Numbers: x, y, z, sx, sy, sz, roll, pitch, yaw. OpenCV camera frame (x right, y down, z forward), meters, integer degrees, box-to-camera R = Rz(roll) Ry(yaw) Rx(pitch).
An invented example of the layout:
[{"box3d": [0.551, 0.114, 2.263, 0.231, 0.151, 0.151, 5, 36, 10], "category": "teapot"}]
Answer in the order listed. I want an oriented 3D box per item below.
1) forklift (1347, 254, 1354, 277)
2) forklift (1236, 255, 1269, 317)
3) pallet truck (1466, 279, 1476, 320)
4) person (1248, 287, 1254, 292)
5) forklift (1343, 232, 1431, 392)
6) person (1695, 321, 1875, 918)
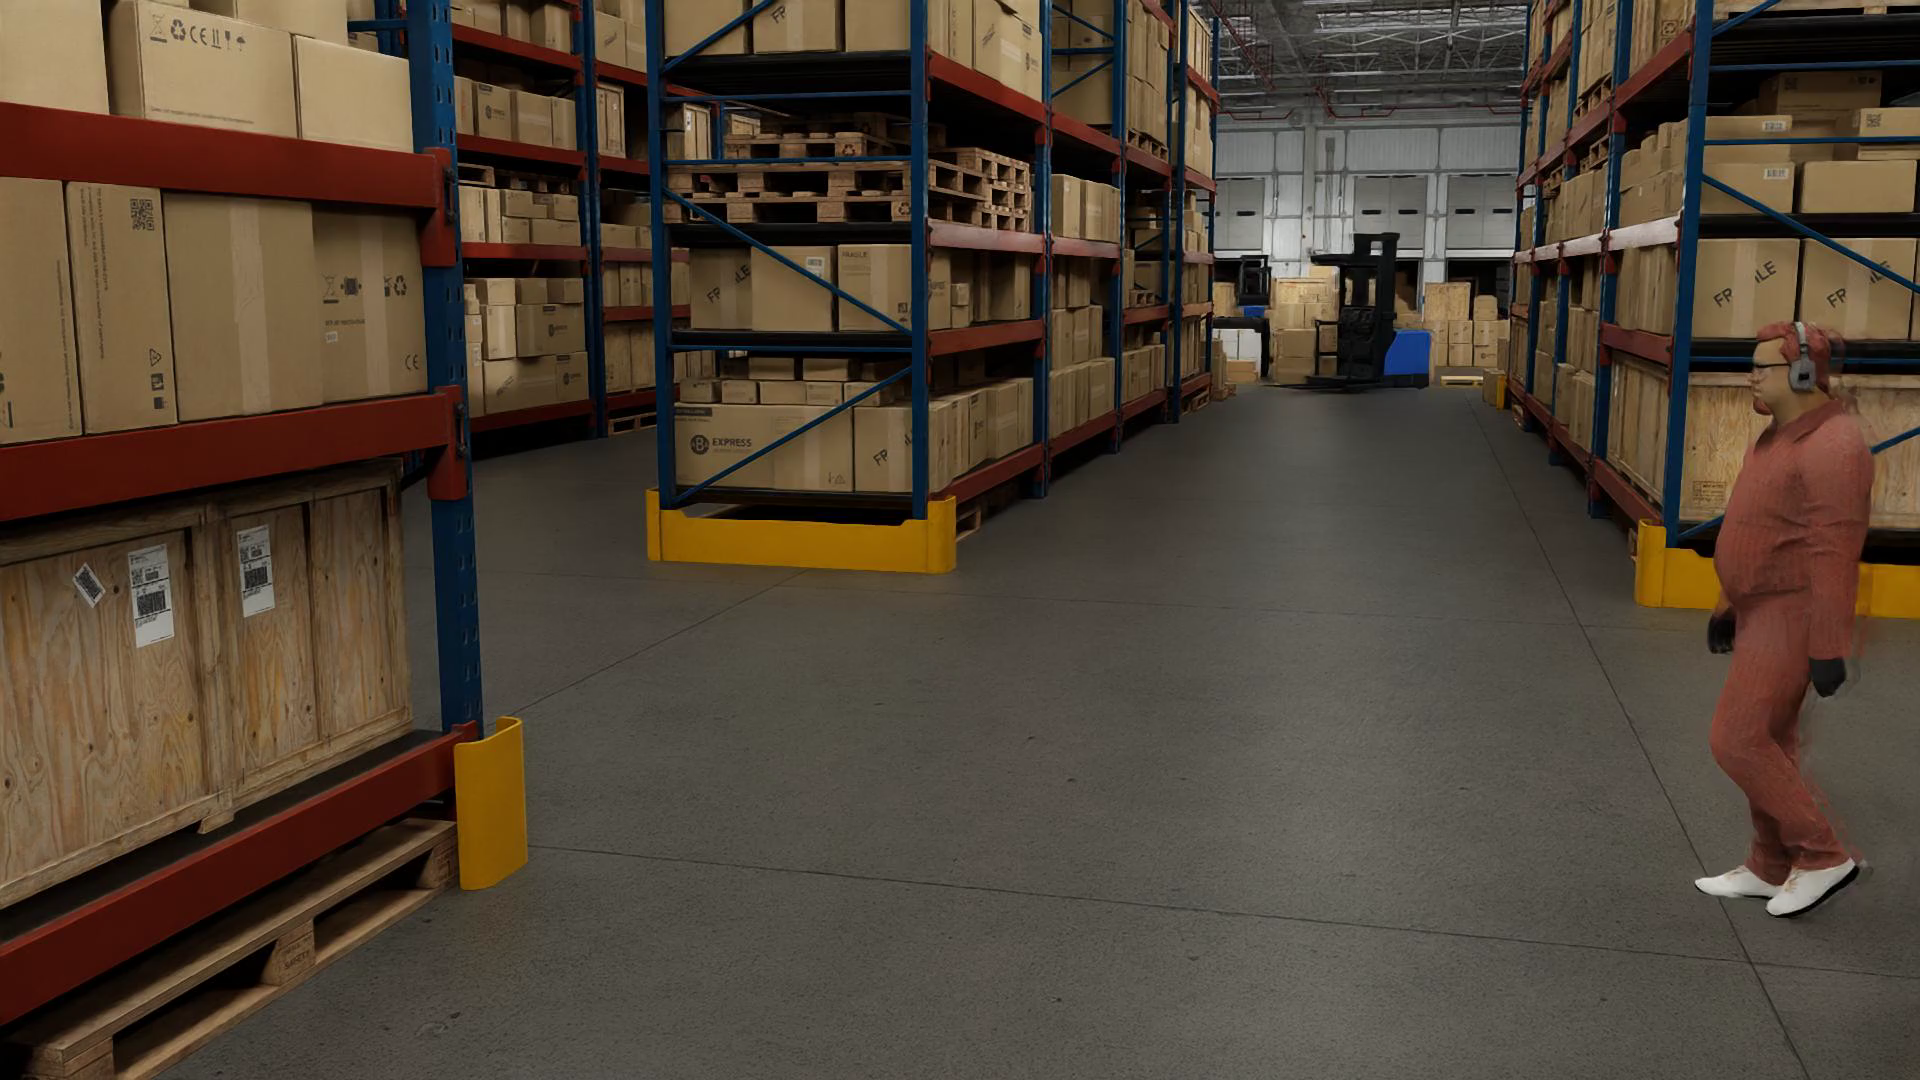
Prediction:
[{"box3d": [13.074, -8.074, 55.067, 1.873, 2.768, 1.129, 0, 9, -2], "category": "forklift"}, {"box3d": [10.034, -8.359, 56.878, 1.129, 2.768, 1.873, 2, 9, 15], "category": "forklift"}, {"box3d": [18.896, -8.459, 60.307, 1.885, 1.965, 0.823, 5, 10, 31], "category": "pallet truck"}, {"box3d": [10.803, -8.563, 61.927, 0.538, 1.696, 0.317, 4, 10, 25], "category": "person"}, {"box3d": [7.422, -4.097, 29.799, 1.873, 2.768, 1.129, -4, 10, -23], "category": "forklift"}, {"box3d": [2.587, 0.256, 5.282, 0.427, 1.888, 0.648, 2, 9, 15], "category": "person"}]
